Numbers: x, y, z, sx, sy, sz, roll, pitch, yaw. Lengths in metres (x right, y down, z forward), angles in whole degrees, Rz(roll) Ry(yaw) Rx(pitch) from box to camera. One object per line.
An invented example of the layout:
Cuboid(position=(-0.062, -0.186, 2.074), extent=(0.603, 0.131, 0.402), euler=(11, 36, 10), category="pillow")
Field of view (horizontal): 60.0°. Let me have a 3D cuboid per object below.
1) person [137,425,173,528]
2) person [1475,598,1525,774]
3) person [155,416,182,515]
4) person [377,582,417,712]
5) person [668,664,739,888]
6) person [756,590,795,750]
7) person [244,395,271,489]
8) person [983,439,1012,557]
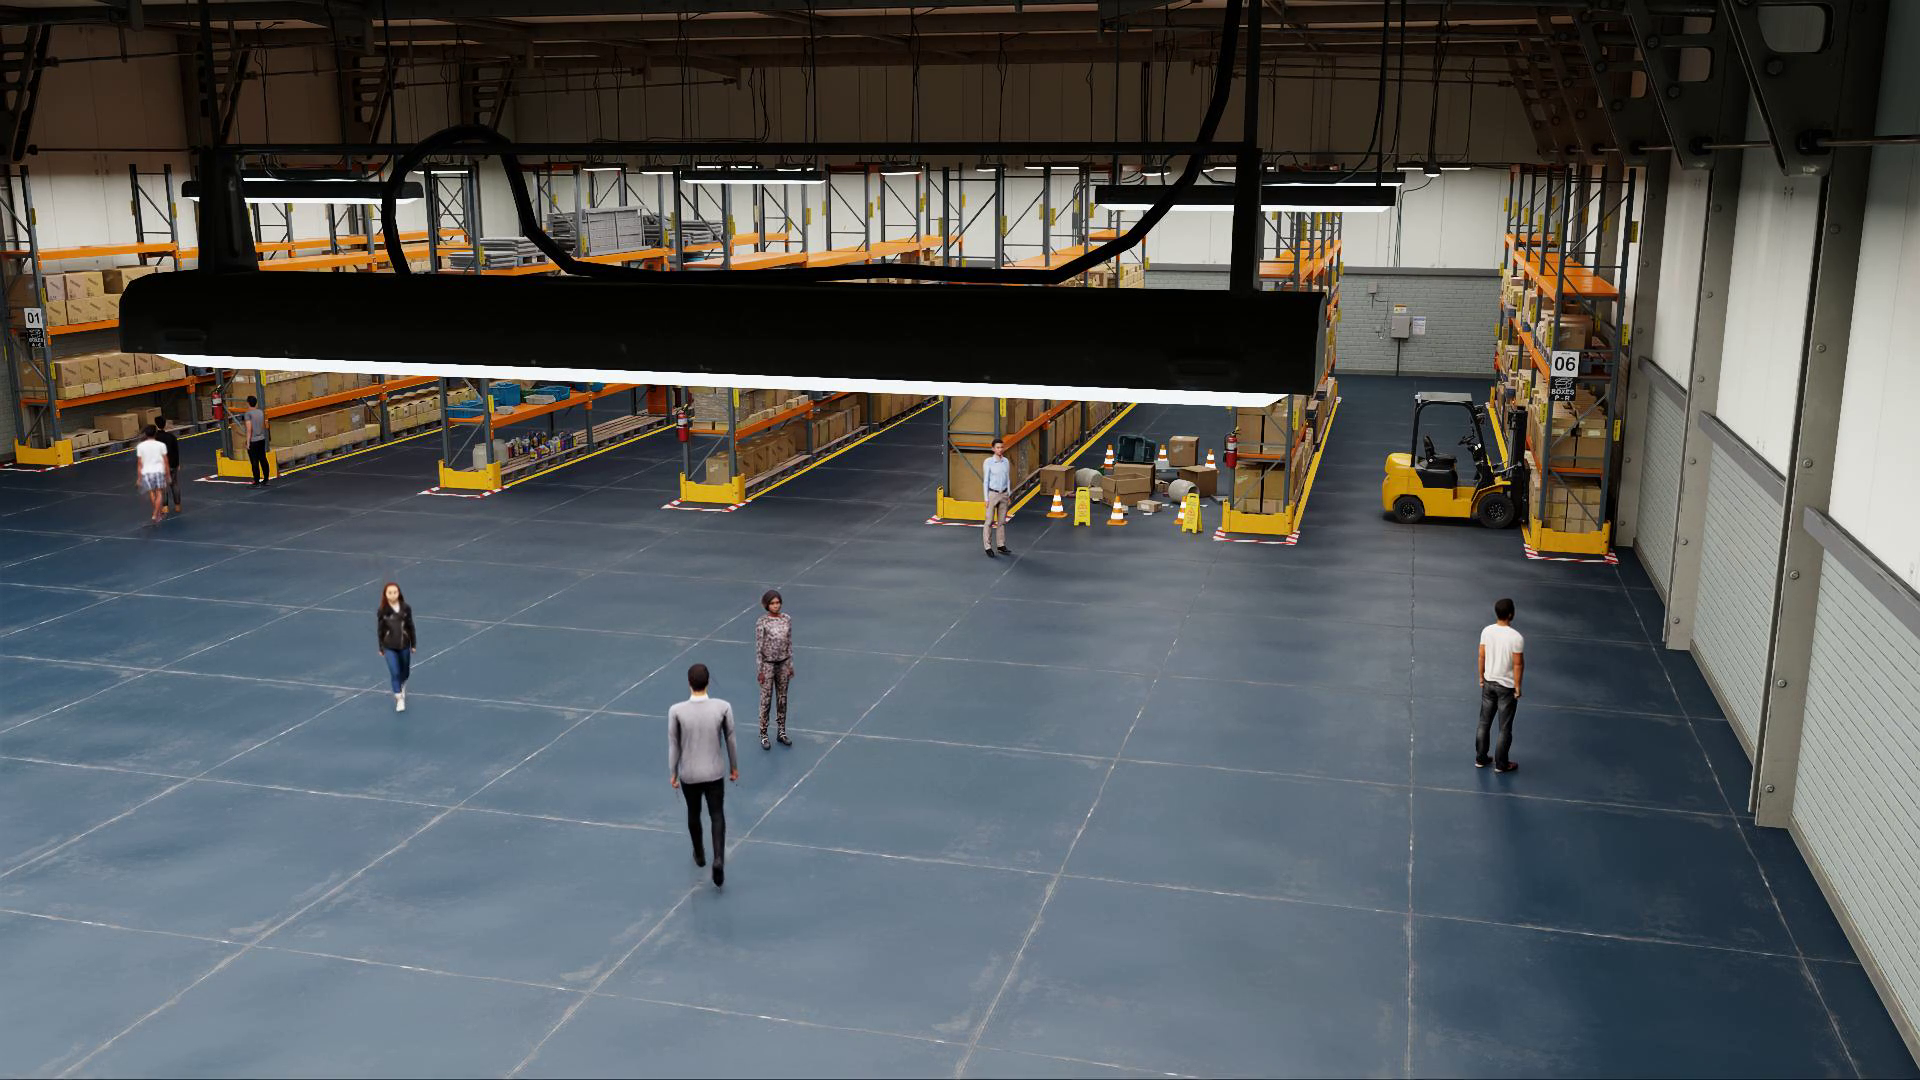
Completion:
Cuboid(position=(-13.719, -1.066, 28.288), extent=(0.956, 1.694, 1.203), euler=(-2, 13, -9), category="person")
Cuboid(position=(5.536, 1.475, 17.072), extent=(0.739, 1.804, 0.716), euler=(-11, 17, -38), category="person")
Cuboid(position=(-14.055, -1.337, 29.397), extent=(0.659, 1.722, 0.783), euler=(-13, 18, -43), category="person")
Cuboid(position=(-6.458, 1.192, 19.042), extent=(0.886, 1.467, 0.961), euler=(-7, 15, -27), category="person")
Cuboid(position=(-2.223, 2.022, 14.428), extent=(1.073, 1.932, 1.267), euler=(-3, 13, -12), category="person")
Cuboid(position=(-1.974, 1.366, 17.742), extent=(0.674, 1.713, 0.731), euler=(-7, 15, -28), category="person")
Cuboid(position=(-13.431, -1.888, 31.705), extent=(0.683, 1.754, 0.468), euler=(4, 14, 16), category="person")
Cuboid(position=(0.590, -0.695, 26.347), extent=(0.749, 1.848, 0.801), euler=(-7, 15, -26), category="person")
